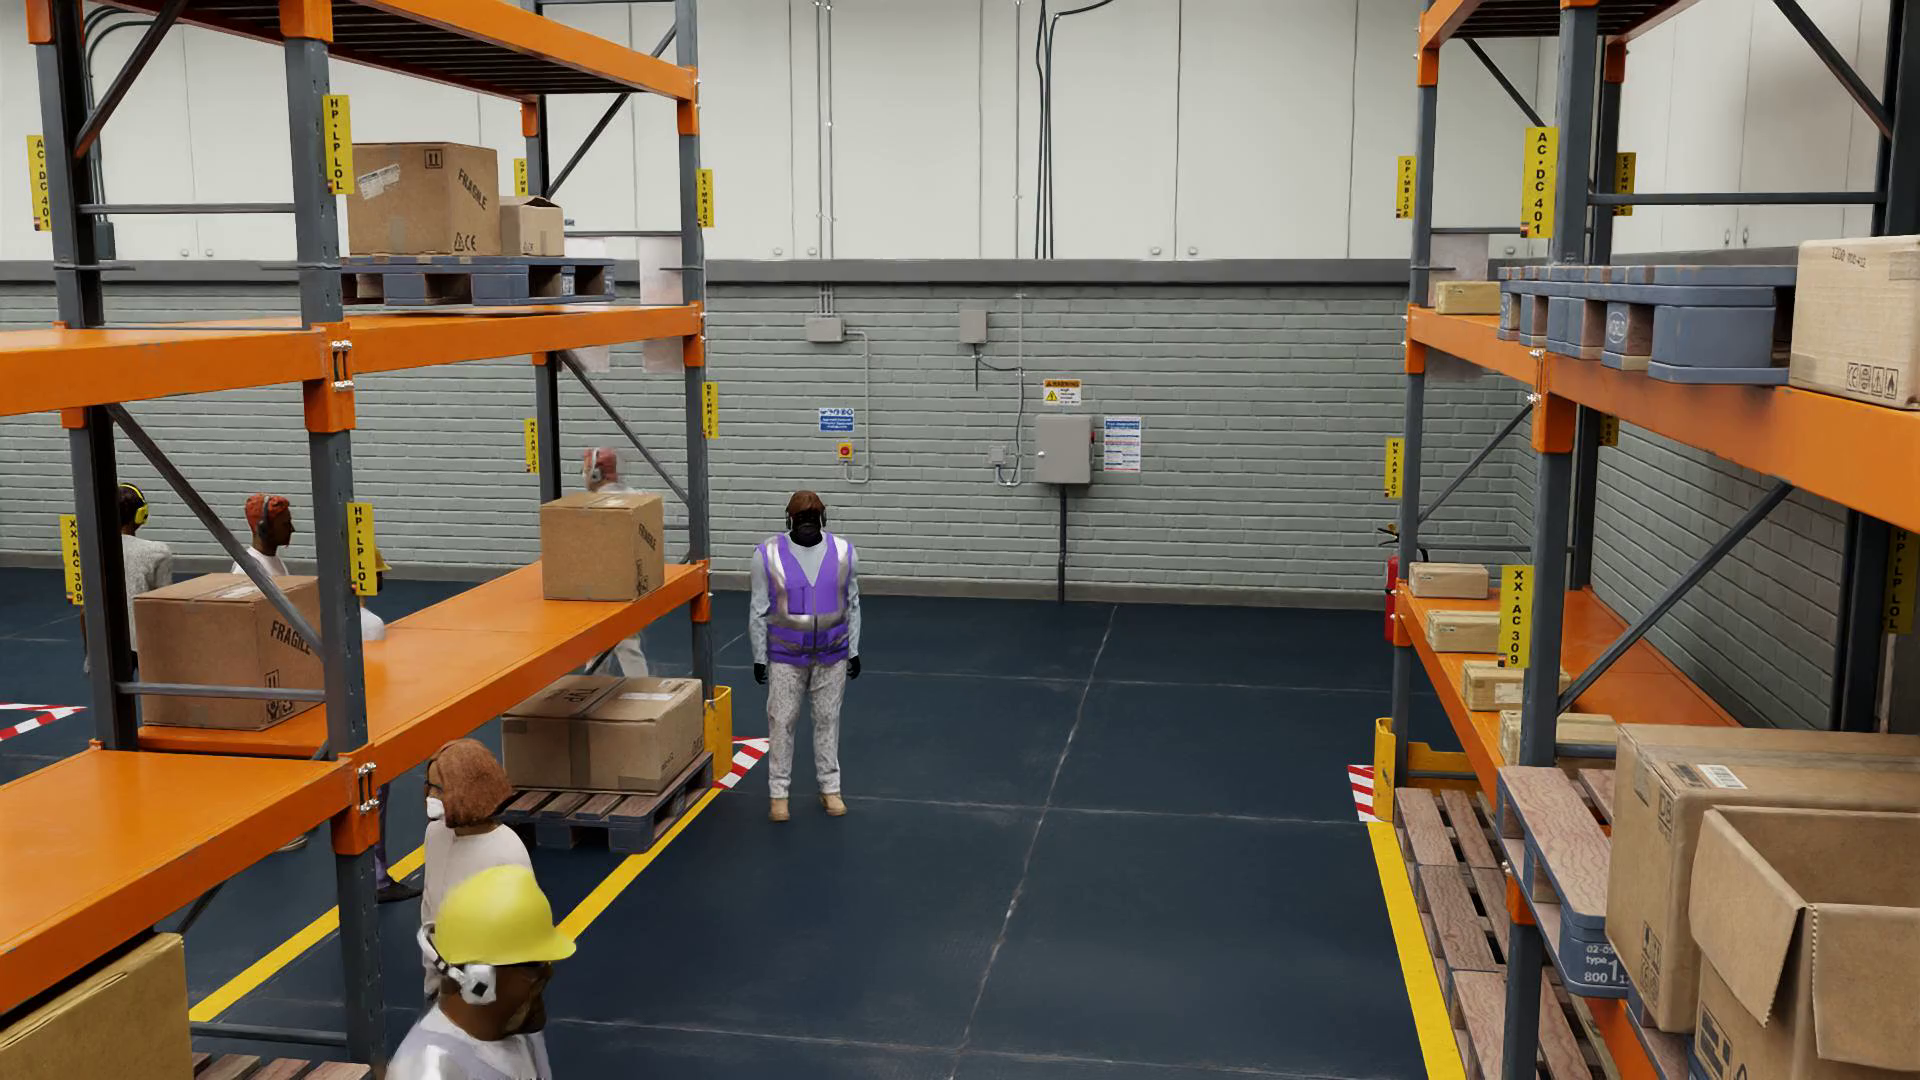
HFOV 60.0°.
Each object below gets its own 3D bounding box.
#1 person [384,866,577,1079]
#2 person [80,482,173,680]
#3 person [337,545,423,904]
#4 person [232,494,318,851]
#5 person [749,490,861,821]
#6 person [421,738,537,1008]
[{"bbox_3d":[-0.999,1.569,3.502,0.413,1.819,0.616,0,9,0],"label":"person"},{"bbox_3d":[-4.588,0.614,9.237,0.533,1.868,0.310,-2,9,-12],"label":"person"},{"bbox_3d":[-2.860,0.865,8.007,0.526,1.768,0.314,8,12,40],"label":"person"},{"bbox_3d":[-3.638,0.690,8.759,0.345,1.876,0.576,-1,9,-8],"label":"person"},{"bbox_3d":[-0.844,0.633,9.206,0.634,1.841,0.429,-3,10,-17],"label":"person"},{"bbox_3d":[-1.479,1.402,5.102,0.508,1.632,0.264,7,12,38],"label":"person"}]
